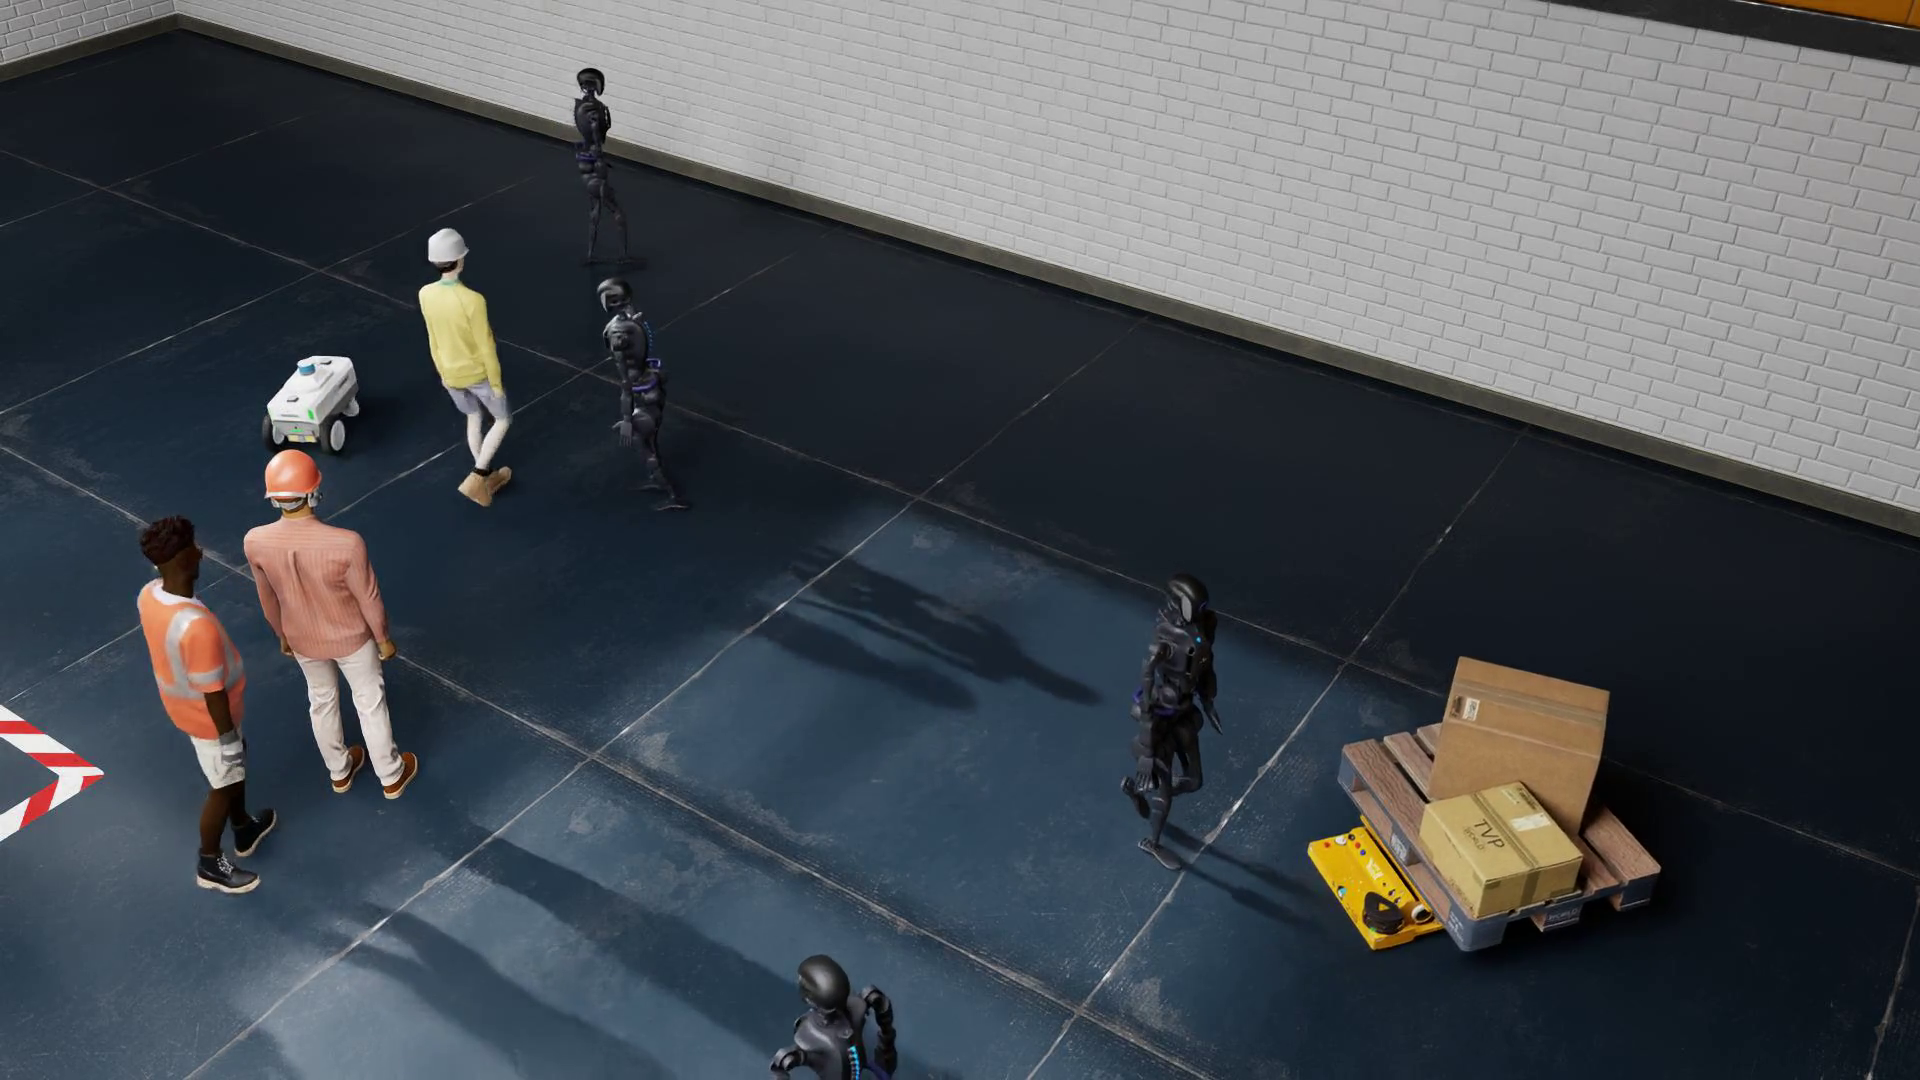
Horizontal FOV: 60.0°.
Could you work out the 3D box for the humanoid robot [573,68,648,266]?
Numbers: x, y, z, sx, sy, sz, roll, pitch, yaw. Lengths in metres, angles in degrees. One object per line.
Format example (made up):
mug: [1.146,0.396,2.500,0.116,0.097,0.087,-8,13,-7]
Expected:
humanoid robot: [-2.864,-2.975,13.297,0.534,1.642,0.607,-10,36,-14]

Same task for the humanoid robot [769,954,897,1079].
humanoid robot: [-0.408,2.109,6.017,0.587,1.644,0.398,-29,44,-35]

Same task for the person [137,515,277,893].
person: [-3.527,0.798,7.687,0.522,1.925,0.656,-27,43,-33]

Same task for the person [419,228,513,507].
person: [-3.071,-1.024,10.326,0.493,1.870,0.553,11,36,15]

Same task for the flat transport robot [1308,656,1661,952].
flat transport robot: [2.488,1.534,8.072,1.431,0.231,0.659,-10,36,-14]

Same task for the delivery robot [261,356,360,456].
delivery robot: [-4.424,-0.941,11.355,0.518,0.590,0.761,4,35,6]

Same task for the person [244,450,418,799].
person: [-3.070,0.441,8.141,0.610,1.986,0.402,4,35,5]

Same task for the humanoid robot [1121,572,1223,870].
humanoid robot: [0.948,0.832,7.842,0.469,1.642,0.589,27,43,33]

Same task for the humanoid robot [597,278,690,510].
humanoid robot: [-1.960,-0.887,10.310,0.415,1.647,0.598,1,35,2]
